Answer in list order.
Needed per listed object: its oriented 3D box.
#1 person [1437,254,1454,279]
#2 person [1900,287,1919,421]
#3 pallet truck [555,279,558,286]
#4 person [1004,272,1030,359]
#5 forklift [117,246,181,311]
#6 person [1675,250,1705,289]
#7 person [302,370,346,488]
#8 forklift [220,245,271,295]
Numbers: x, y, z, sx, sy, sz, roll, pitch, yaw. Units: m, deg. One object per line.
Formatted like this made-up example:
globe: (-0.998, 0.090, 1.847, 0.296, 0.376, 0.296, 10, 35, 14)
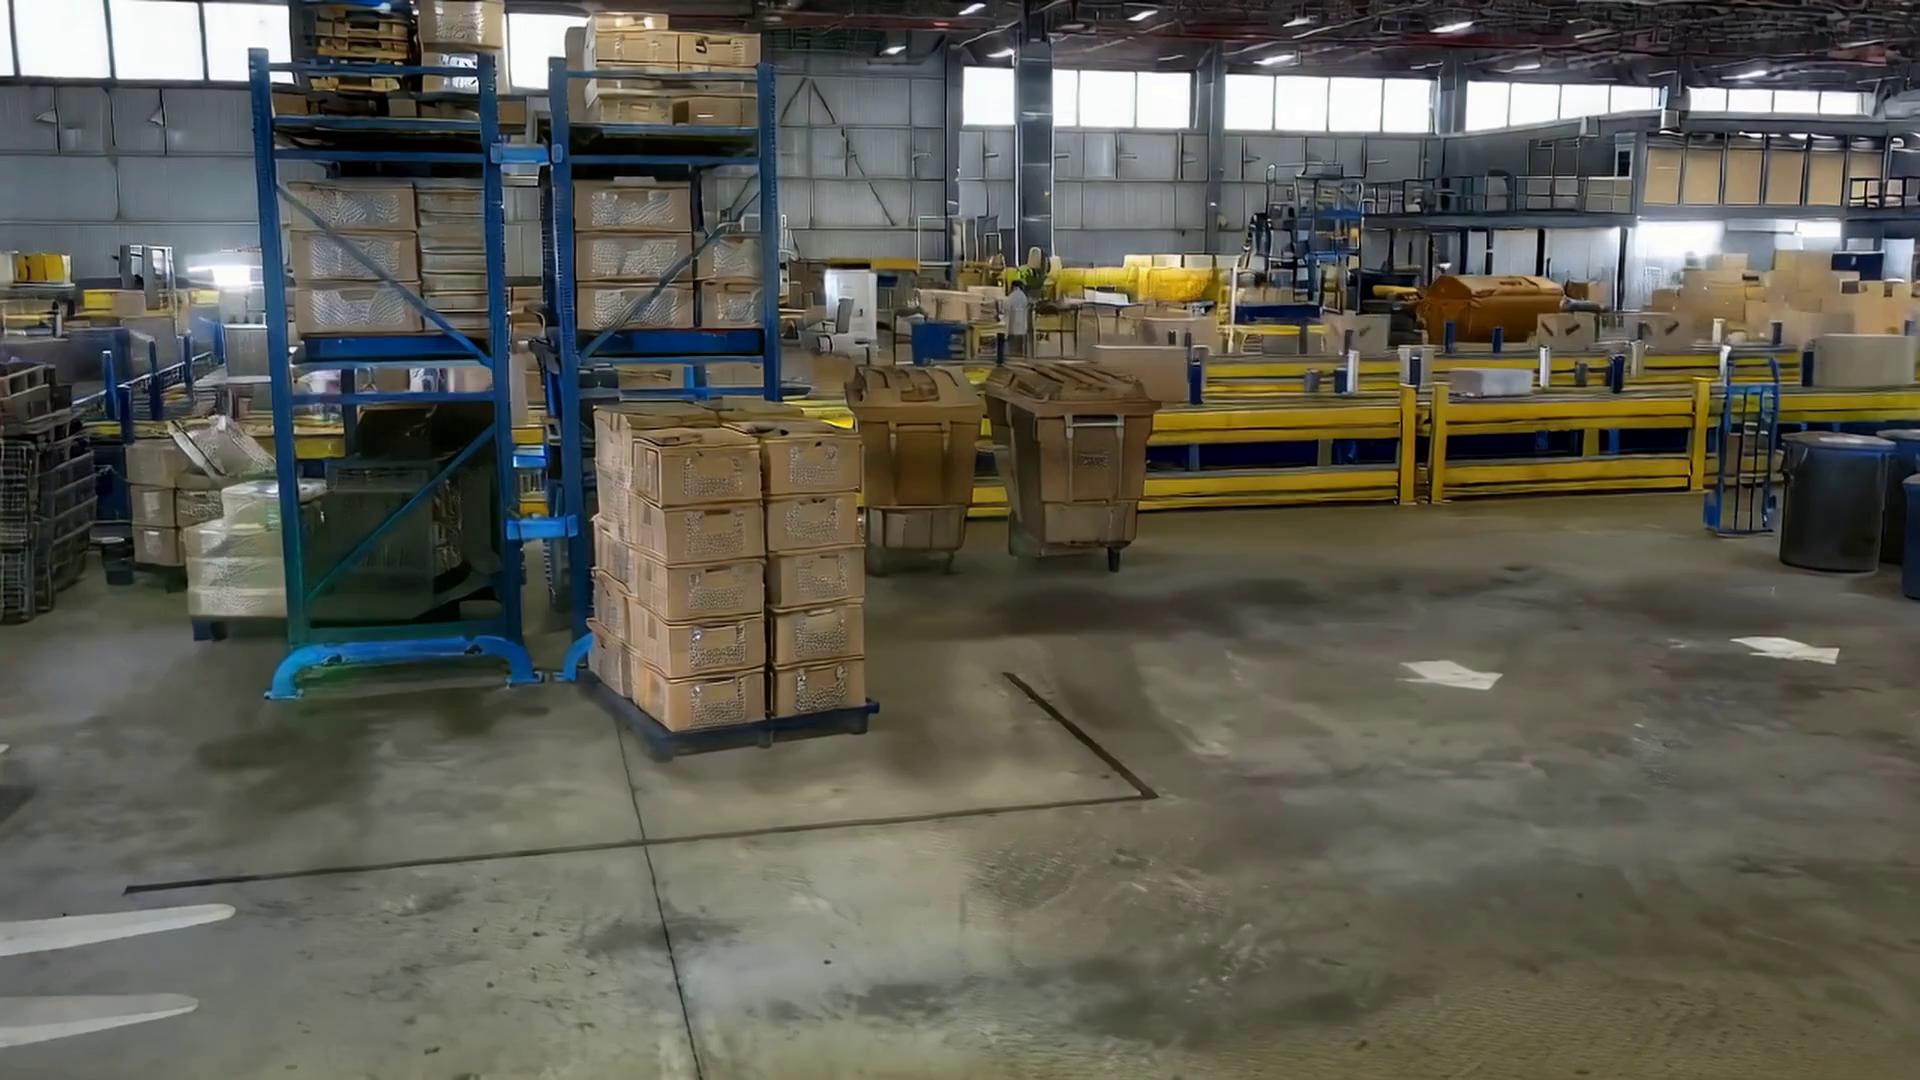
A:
person: (17.258, -9.183, 58.903, 0.583, 1.836, 0.968, -4, 11, -20)
person: (10.879, -2.044, 18.588, 0.804, 1.806, 0.595, -3, 10, -17)
pallet truck: (-10.604, -6.375, 44.520, 0.653, 1.274, 1.630, -3, 10, -15)
person: (0.778, -2.876, 23.417, 0.320, 1.762, 0.522, 7, 12, 36)
forklift: (-19.966, -6.232, 40.894, 1.157, 1.987, 2.680, -3, 10, -15)
person: (16.159, -5.391, 36.887, 0.642, 2.028, 0.424, 0, 10, 3)
person: (-5.230, -1.115, 13.742, 0.785, 1.658, 0.539, -7, 12, -35)
forklift: (-17.749, -6.334, 41.440, 1.157, 1.987, 2.680, -3, 10, -17)
